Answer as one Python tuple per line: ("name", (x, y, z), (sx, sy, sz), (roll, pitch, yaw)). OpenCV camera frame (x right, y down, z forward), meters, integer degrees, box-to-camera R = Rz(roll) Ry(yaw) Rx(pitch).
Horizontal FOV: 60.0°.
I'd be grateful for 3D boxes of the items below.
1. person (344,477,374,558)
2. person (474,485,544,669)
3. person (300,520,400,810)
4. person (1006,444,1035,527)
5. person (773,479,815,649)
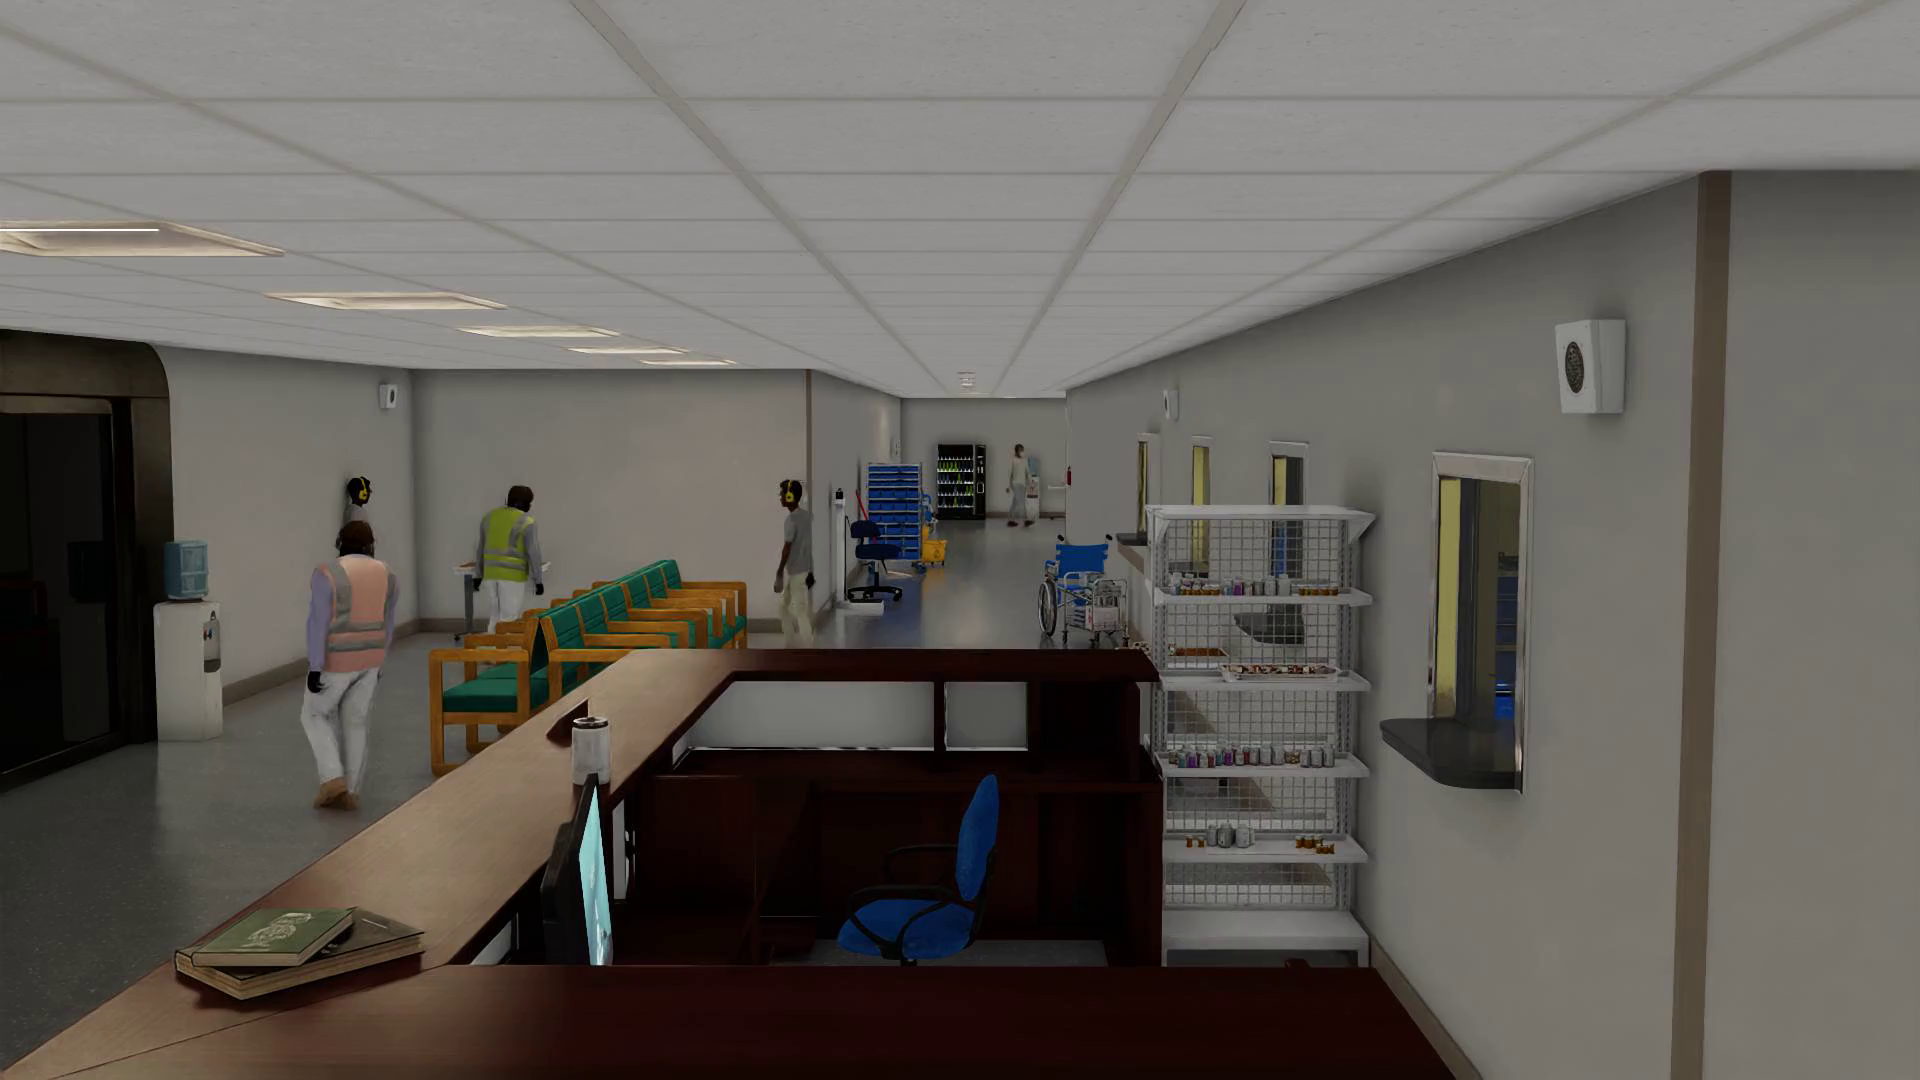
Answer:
("person", (-6.122, 0.292, 16.874), (0.521, 1.862, 0.328), (2, 5, 28))
("person", (-4.384, 0.372, 16.157), (0.656, 1.800, 0.507), (2, 4, 24))
("person", (-3.826, 0.778, 10.399), (0.432, 1.804, 0.679), (2, 5, 31))
("person", (1.407, -1.238, 38.019), (0.654, 1.887, 1.003), (-4, 6, -44))
("person", (-1.709, 0.330, 16.366), (0.672, 1.847, 0.563), (1, 4, 10))
